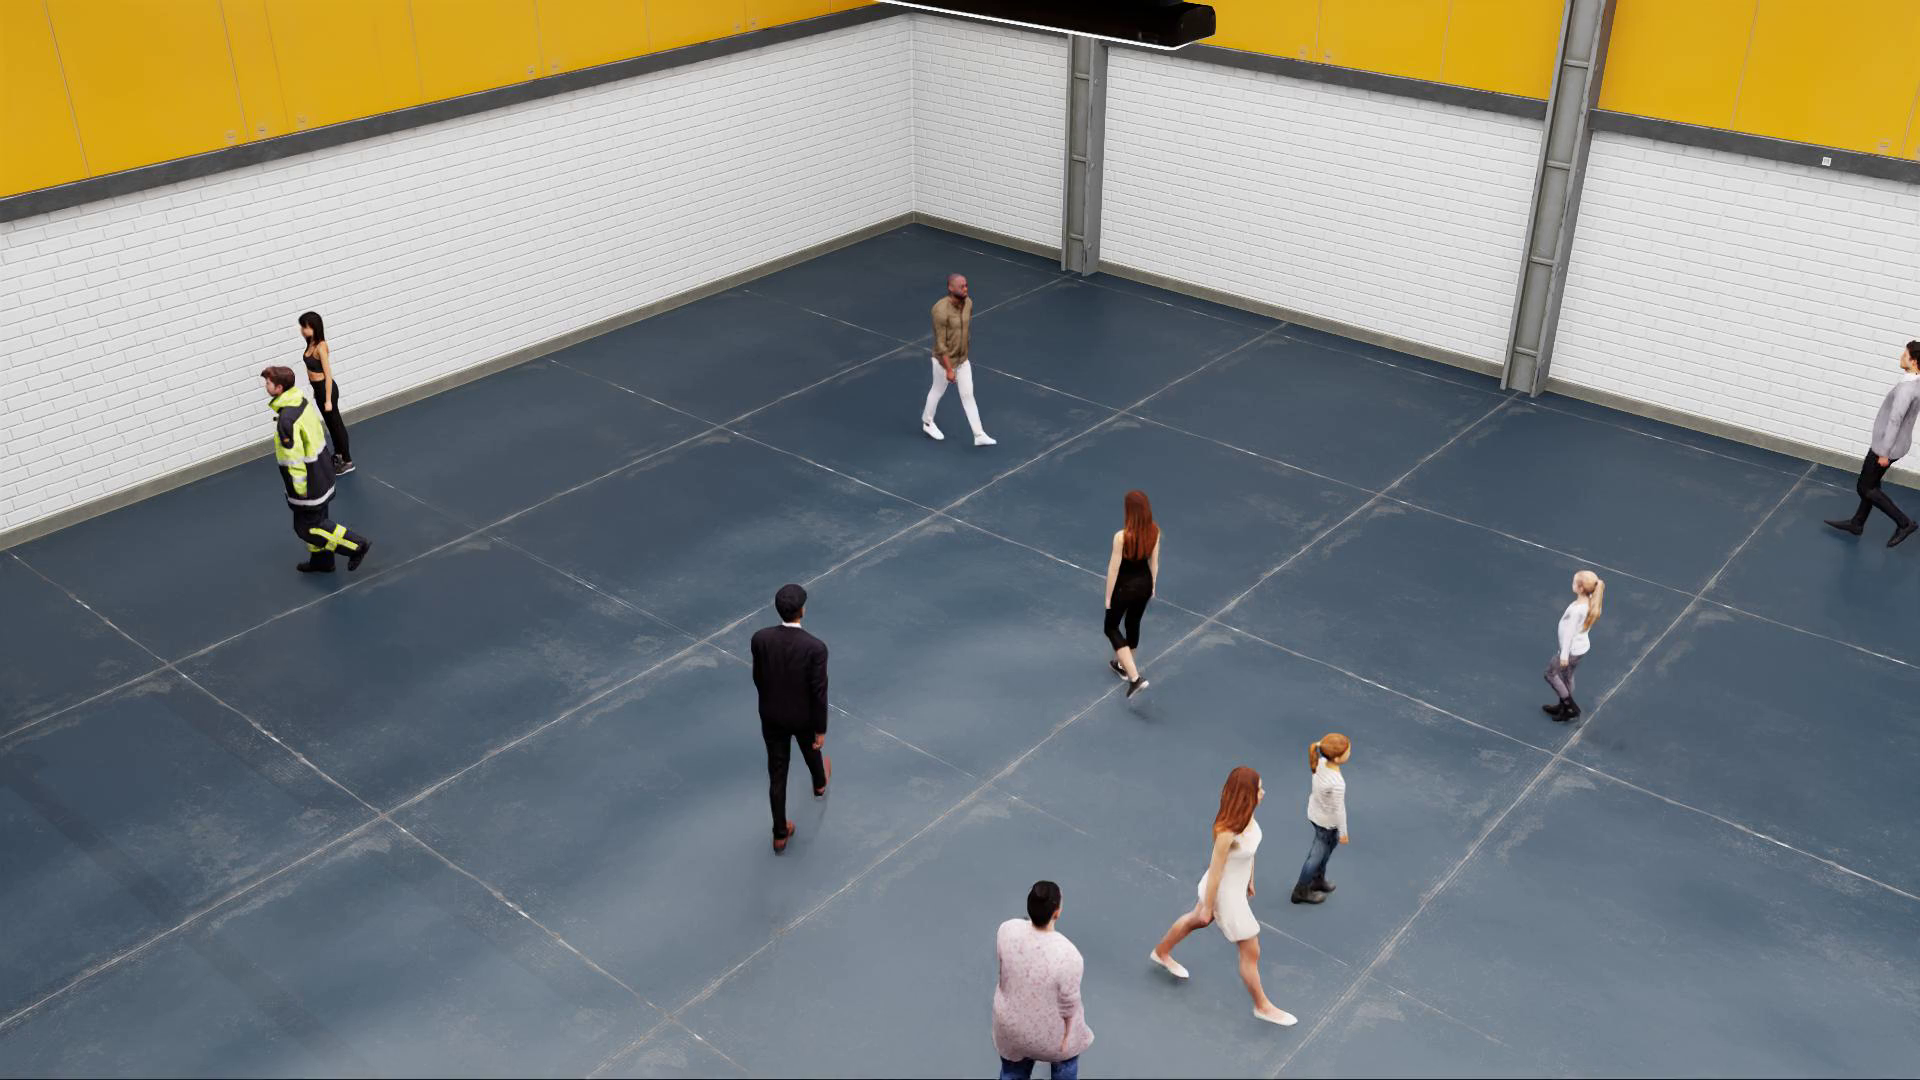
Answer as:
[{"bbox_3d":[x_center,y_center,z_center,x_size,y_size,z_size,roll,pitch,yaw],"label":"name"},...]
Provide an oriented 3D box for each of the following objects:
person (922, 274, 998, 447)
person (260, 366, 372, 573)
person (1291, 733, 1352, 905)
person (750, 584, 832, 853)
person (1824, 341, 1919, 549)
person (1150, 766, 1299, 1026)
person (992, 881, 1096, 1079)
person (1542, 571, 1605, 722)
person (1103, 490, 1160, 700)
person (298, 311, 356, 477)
[{"bbox_3d":[-0.153,-1.795,16.560,0.796,1.785,1.158,-25,37,-37],"label":"person"},{"bbox_3d":[-5.462,-0.575,14.135,1.118,1.966,1.064,-4,29,-7],"label":"person"},{"bbox_3d":[2.233,1.777,10.511,0.664,1.306,0.603,-5,29,-9],"label":"person"},{"bbox_3d":[-1.162,1.219,10.987,1.205,1.832,1.144,4,29,7],"label":"person"},{"bbox_3d":[8.277,-0.826,14.657,0.980,1.907,0.738,23,36,36],"label":"person"},{"bbox_3d":[1.476,2.020,9.700,1.231,1.657,0.710,15,32,25],"label":"person"},{"bbox_3d":[0.350,2.530,8.697,0.790,1.722,0.810,16,32,26],"label":"person"},{"bbox_3d":[4.587,0.820,12.305,0.545,1.269,0.509,24,37,37],"label":"person"},{"bbox_3d":[1.318,0.426,12.568,0.835,1.709,1.043,-13,31,-22],"label":"person"},{"bbox_3d":[-6.115,-1.433,16.044,0.653,1.644,0.498,-19,34,-31],"label":"person"}]
